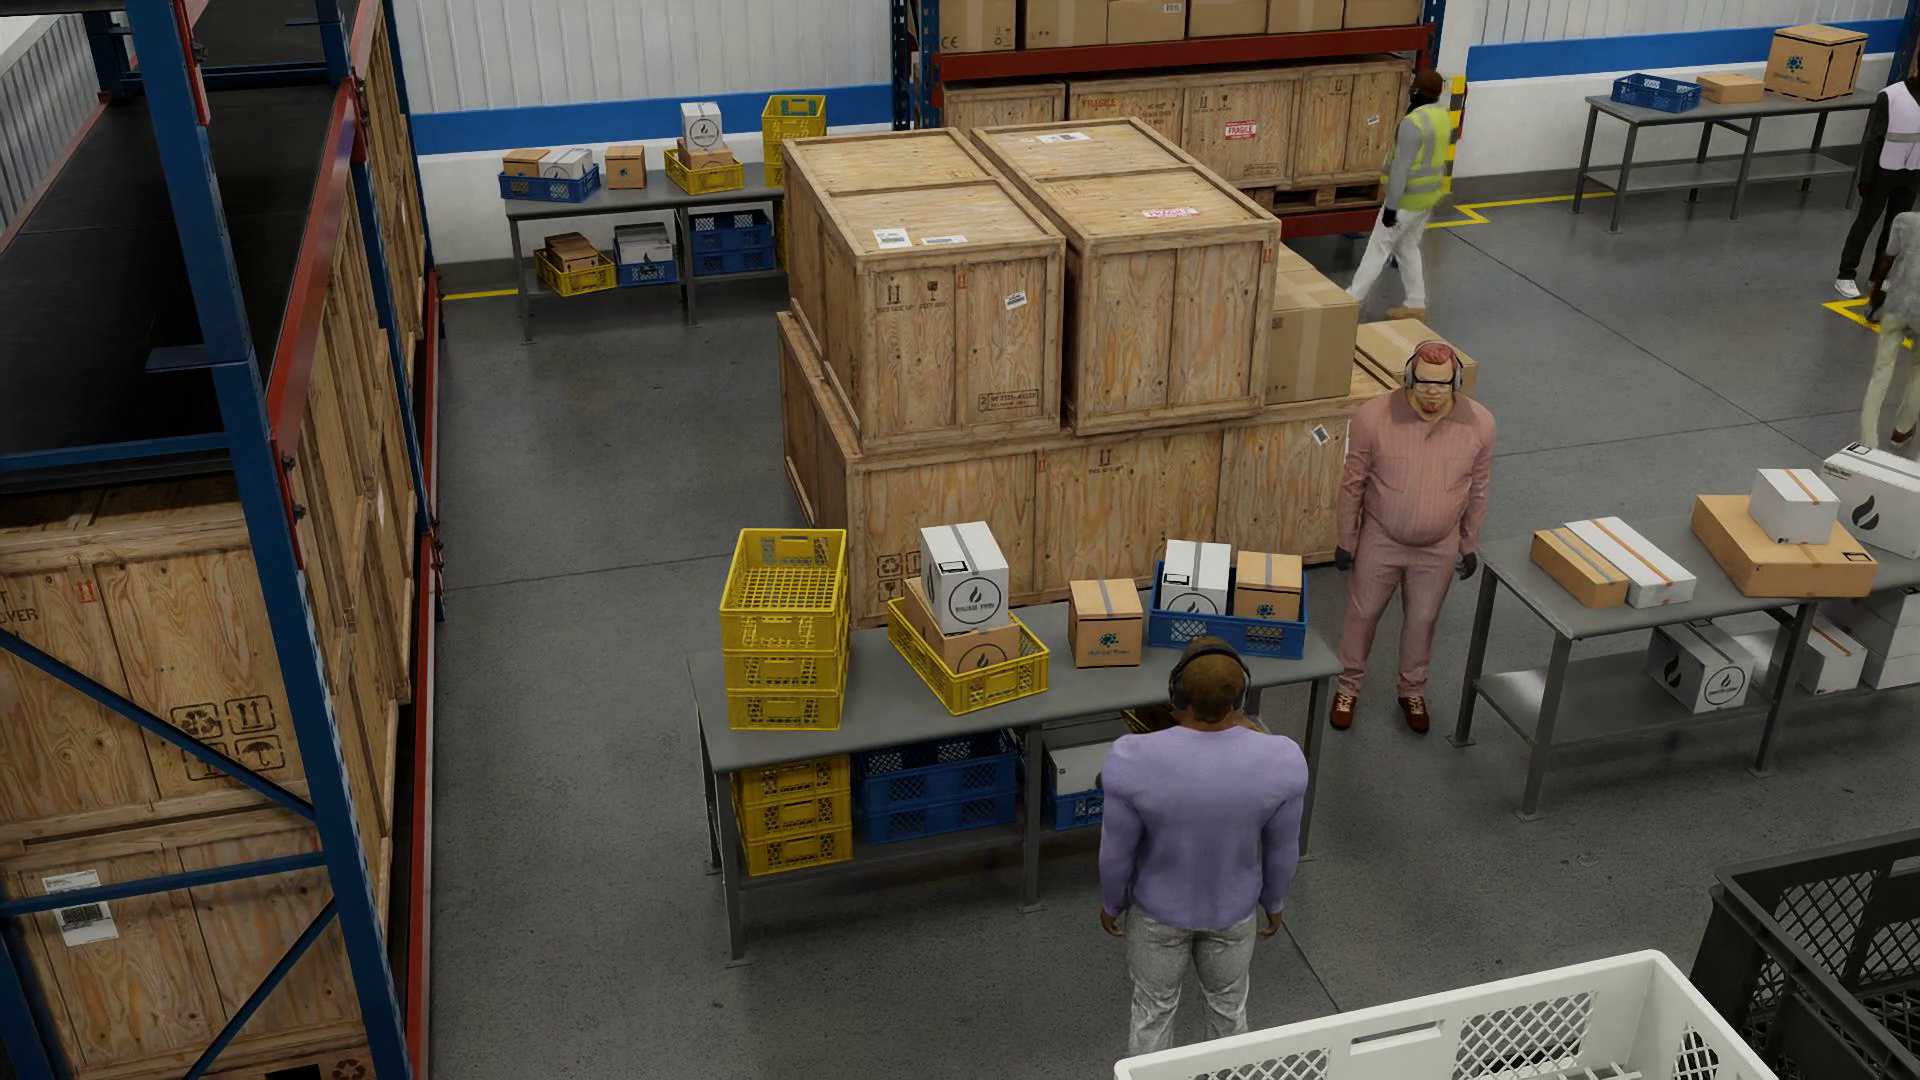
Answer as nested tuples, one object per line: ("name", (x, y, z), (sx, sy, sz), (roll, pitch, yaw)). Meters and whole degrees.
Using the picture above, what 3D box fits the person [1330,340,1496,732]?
("person", (1.994, 0.006, 7.395), (0.652, 1.906, 0.402), (2, 29, 4))

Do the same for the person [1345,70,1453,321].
("person", (3.164, -2.473, 12.026), (0.675, 1.786, 0.687), (19, 34, 31))

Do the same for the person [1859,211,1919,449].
("person", (5.725, -1.380, 9.987), (0.516, 1.841, 0.829), (18, 34, 29))

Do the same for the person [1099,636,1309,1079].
("person", (0.741, 1.145, 5.295), (0.630, 1.940, 0.372), (-1, 29, -1))

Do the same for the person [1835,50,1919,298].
("person", (6.988, -2.758, 12.412), (0.592, 1.910, 0.384), (-3, 29, -5))
